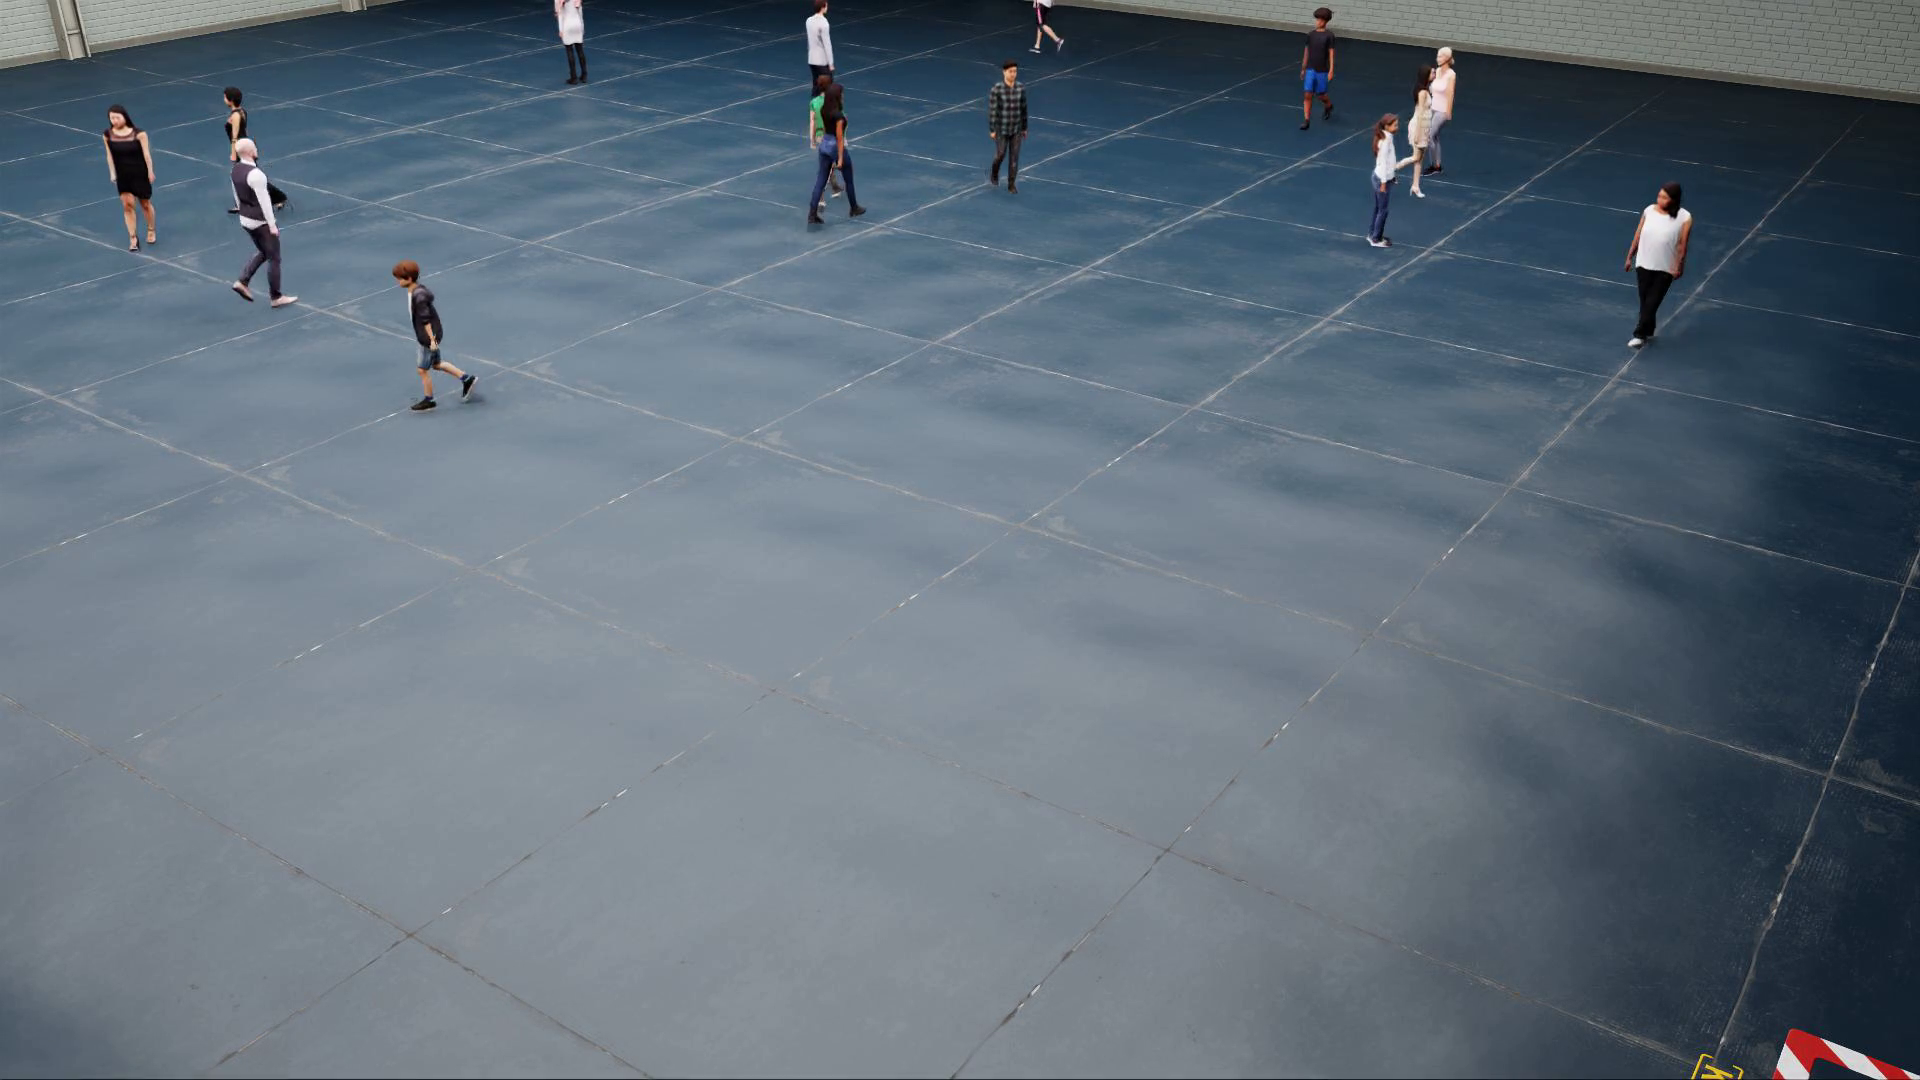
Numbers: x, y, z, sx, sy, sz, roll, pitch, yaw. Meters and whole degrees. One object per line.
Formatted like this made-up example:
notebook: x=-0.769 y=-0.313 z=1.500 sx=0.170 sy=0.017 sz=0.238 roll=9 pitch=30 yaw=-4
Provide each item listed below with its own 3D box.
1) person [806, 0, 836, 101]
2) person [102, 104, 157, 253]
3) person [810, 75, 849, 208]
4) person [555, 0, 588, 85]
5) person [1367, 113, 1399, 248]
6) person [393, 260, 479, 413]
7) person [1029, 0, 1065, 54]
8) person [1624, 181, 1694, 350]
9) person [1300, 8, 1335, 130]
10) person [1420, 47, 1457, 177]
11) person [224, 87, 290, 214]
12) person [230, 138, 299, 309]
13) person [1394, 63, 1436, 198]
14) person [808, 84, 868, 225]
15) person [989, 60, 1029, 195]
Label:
person: x=-2.139 y=-7.269 z=25.244 sx=0.678 sy=1.837 sz=0.744 roll=-21 pitch=34 yaw=-35
person: x=-9.735 y=-4.294 z=19.631 sx=0.983 sy=1.688 sz=1.036 roll=-6 pitch=28 yaw=-11
person: x=-1.723 y=-5.050 z=21.176 sx=0.699 sy=1.616 sz=1.157 roll=12 pitch=29 yaw=22
person: x=-6.489 y=-8.557 z=27.785 sx=0.610 sy=1.802 sz=0.746 roll=-20 pitch=33 yaw=-34
person: x=4.993 y=-4.297 z=19.782 sx=0.715 sy=1.554 sz=0.638 roll=5 pitch=28 yaw=9
person: x=-4.806 y=-1.876 z=15.221 sx=0.964 sy=1.425 sz=0.829 roll=-11 pitch=29 yaw=-20
person: x=1.571 y=-9.603 z=29.858 sx=0.776 sy=1.763 sz=1.026 roll=23 pitch=35 yaw=38
person: x=7.048 y=-2.781 z=16.716 sx=1.027 sy=1.665 sz=0.840 roll=-20 pitch=33 yaw=-34
person: x=5.400 y=-7.064 z=24.914 sx=0.652 sy=1.775 sz=0.935 roll=21 pitch=34 yaw=34
person: x=6.560 y=-5.796 z=22.524 sx=0.756 sy=1.709 sz=0.696 roll=-7 pitch=28 yaw=-13
person: x=-8.878 y=-4.837 z=20.809 sx=1.066 sy=1.573 sz=0.955 roll=-7 pitch=28 yaw=-14
person: x=-7.490 y=-3.308 z=17.587 sx=0.733 sy=1.805 sz=0.886 roll=22 pitch=34 yaw=36
person: x=5.843 y=-5.292 z=21.532 sx=0.817 sy=1.721 sz=0.882 roll=6 pitch=28 yaw=12
person: x=-1.628 y=-4.679 z=20.375 sx=0.642 sy=1.689 sz=1.191 roll=22 pitch=34 yaw=36
person: x=0.600 y=-5.367 z=21.521 sx=0.885 sy=1.702 sz=0.920 roll=-8 pitch=28 yaw=-15
